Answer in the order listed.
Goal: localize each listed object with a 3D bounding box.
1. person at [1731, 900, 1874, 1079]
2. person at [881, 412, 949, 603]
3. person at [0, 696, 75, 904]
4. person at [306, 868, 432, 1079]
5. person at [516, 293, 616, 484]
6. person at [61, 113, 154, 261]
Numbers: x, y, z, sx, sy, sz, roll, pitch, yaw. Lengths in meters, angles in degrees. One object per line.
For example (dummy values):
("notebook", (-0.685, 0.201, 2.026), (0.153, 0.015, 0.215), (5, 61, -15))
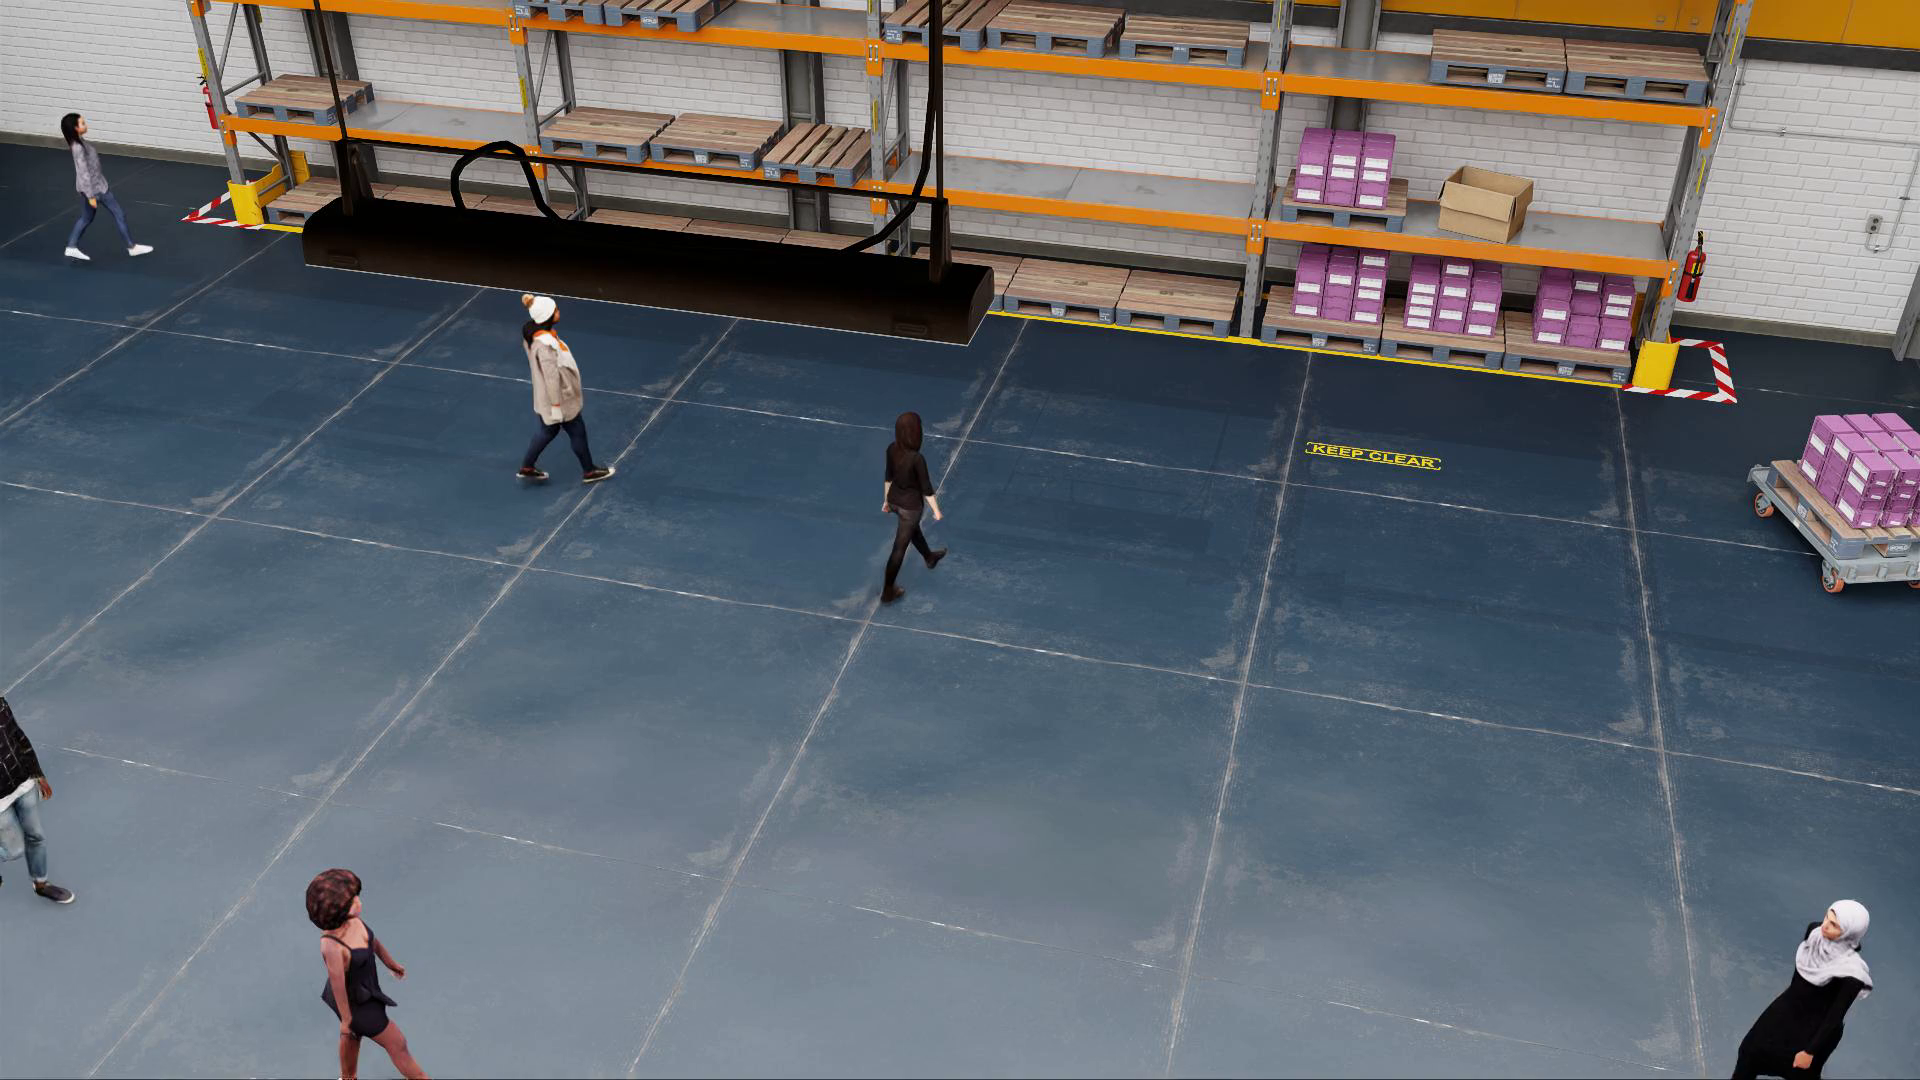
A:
("person", (4.568, 2.555, 8.808), (0.973, 1.758, 0.825), (-4, 34, -7))
("person", (-0.478, -0.217, 13.122), (0.997, 1.600, 1.067), (-29, 43, -36))
("person", (-6.005, 1.529, 10.313), (0.906, 1.801, 0.744), (15, 37, 22))
("person", (-3.323, 2.468, 8.936), (1.037, 1.761, 0.820), (-7, 34, -10))
("person", (-3.626, -1.277, 14.481), (1.188, 1.860, 1.114), (-17, 37, -23))
("person", (-9.775, -3.897, 18.574), (1.174, 1.693, 1.116), (-18, 38, -25))
